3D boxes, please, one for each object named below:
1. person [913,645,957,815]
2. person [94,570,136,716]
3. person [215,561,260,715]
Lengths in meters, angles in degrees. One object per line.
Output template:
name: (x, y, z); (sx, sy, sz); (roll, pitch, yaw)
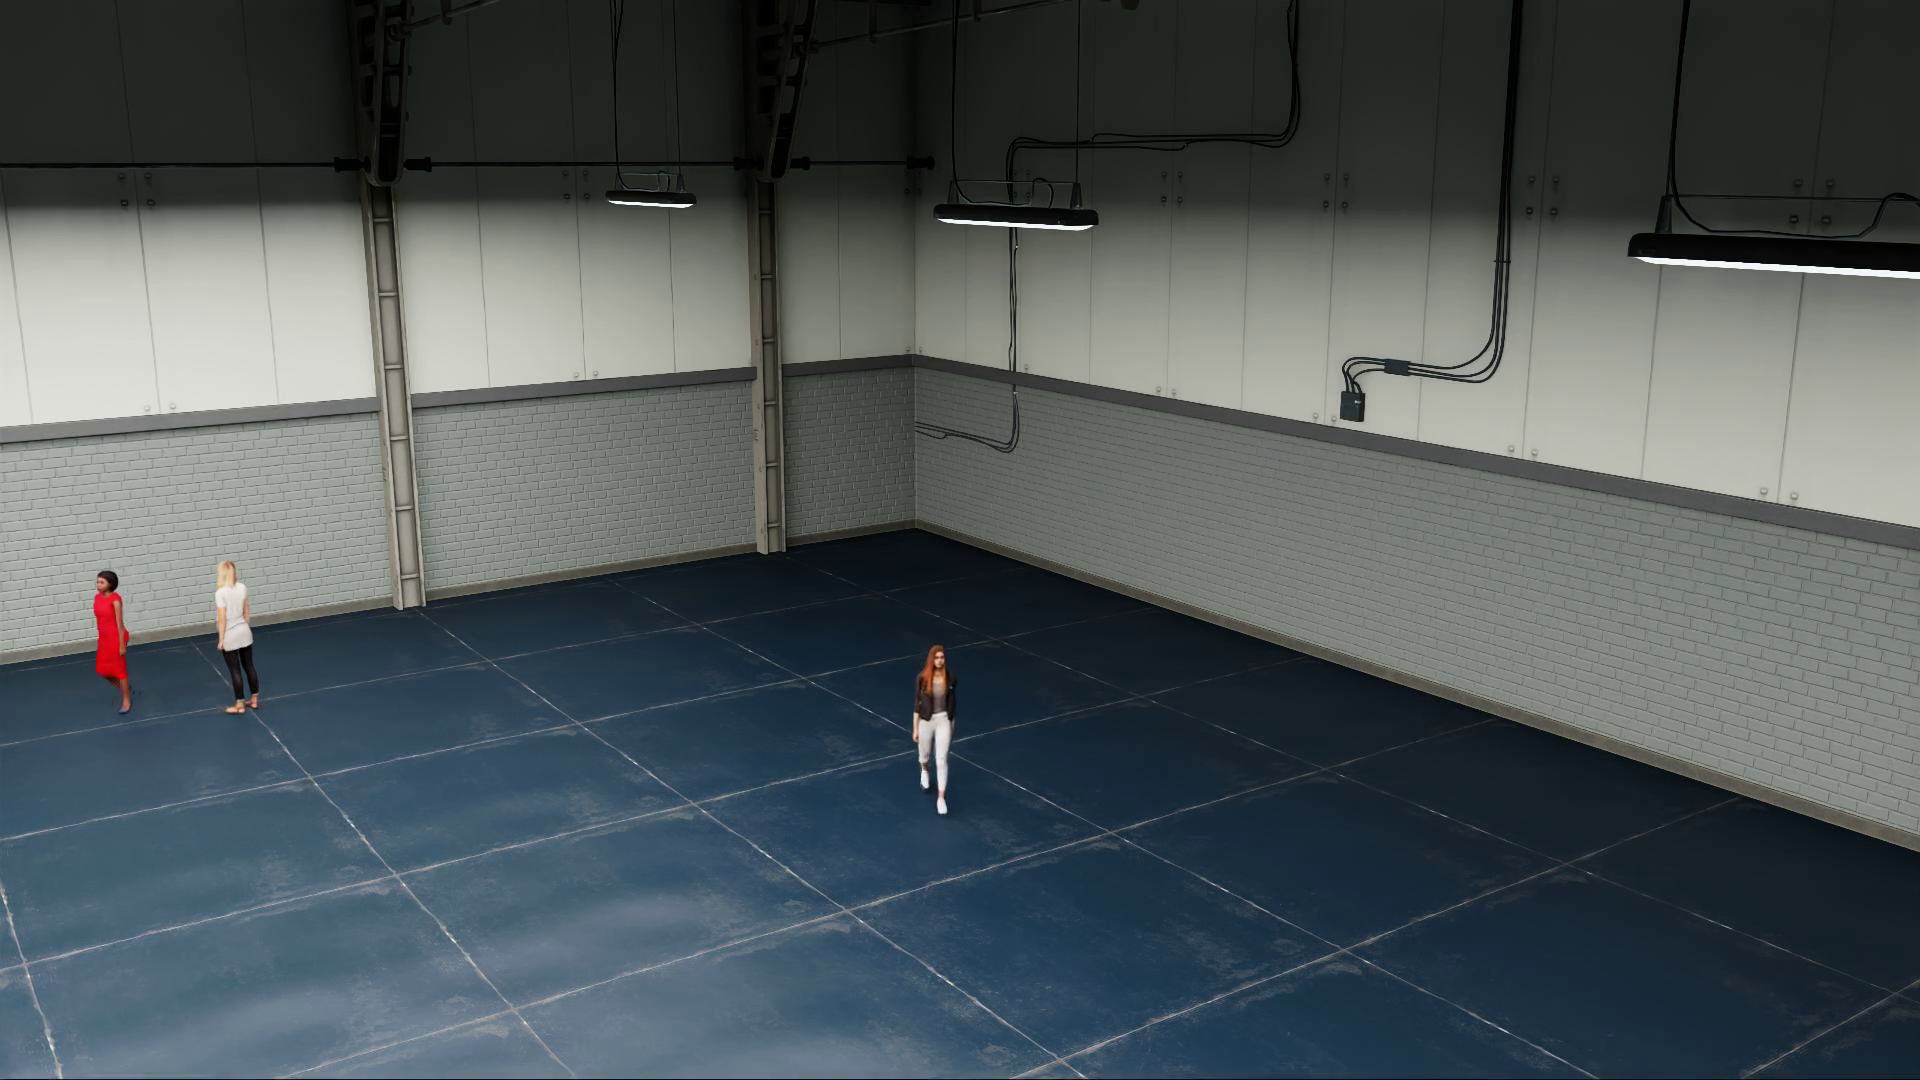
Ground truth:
person: (-0.270, 1.858, 16.736); (1.060, 1.677, 0.998); (-1, 13, -5)
person: (-9.863, 1.188, 19.504); (0.737, 1.732, 0.794); (6, 14, 23)
person: (-8.506, 1.133, 19.539); (0.752, 1.824, 0.632); (6, 14, 25)
